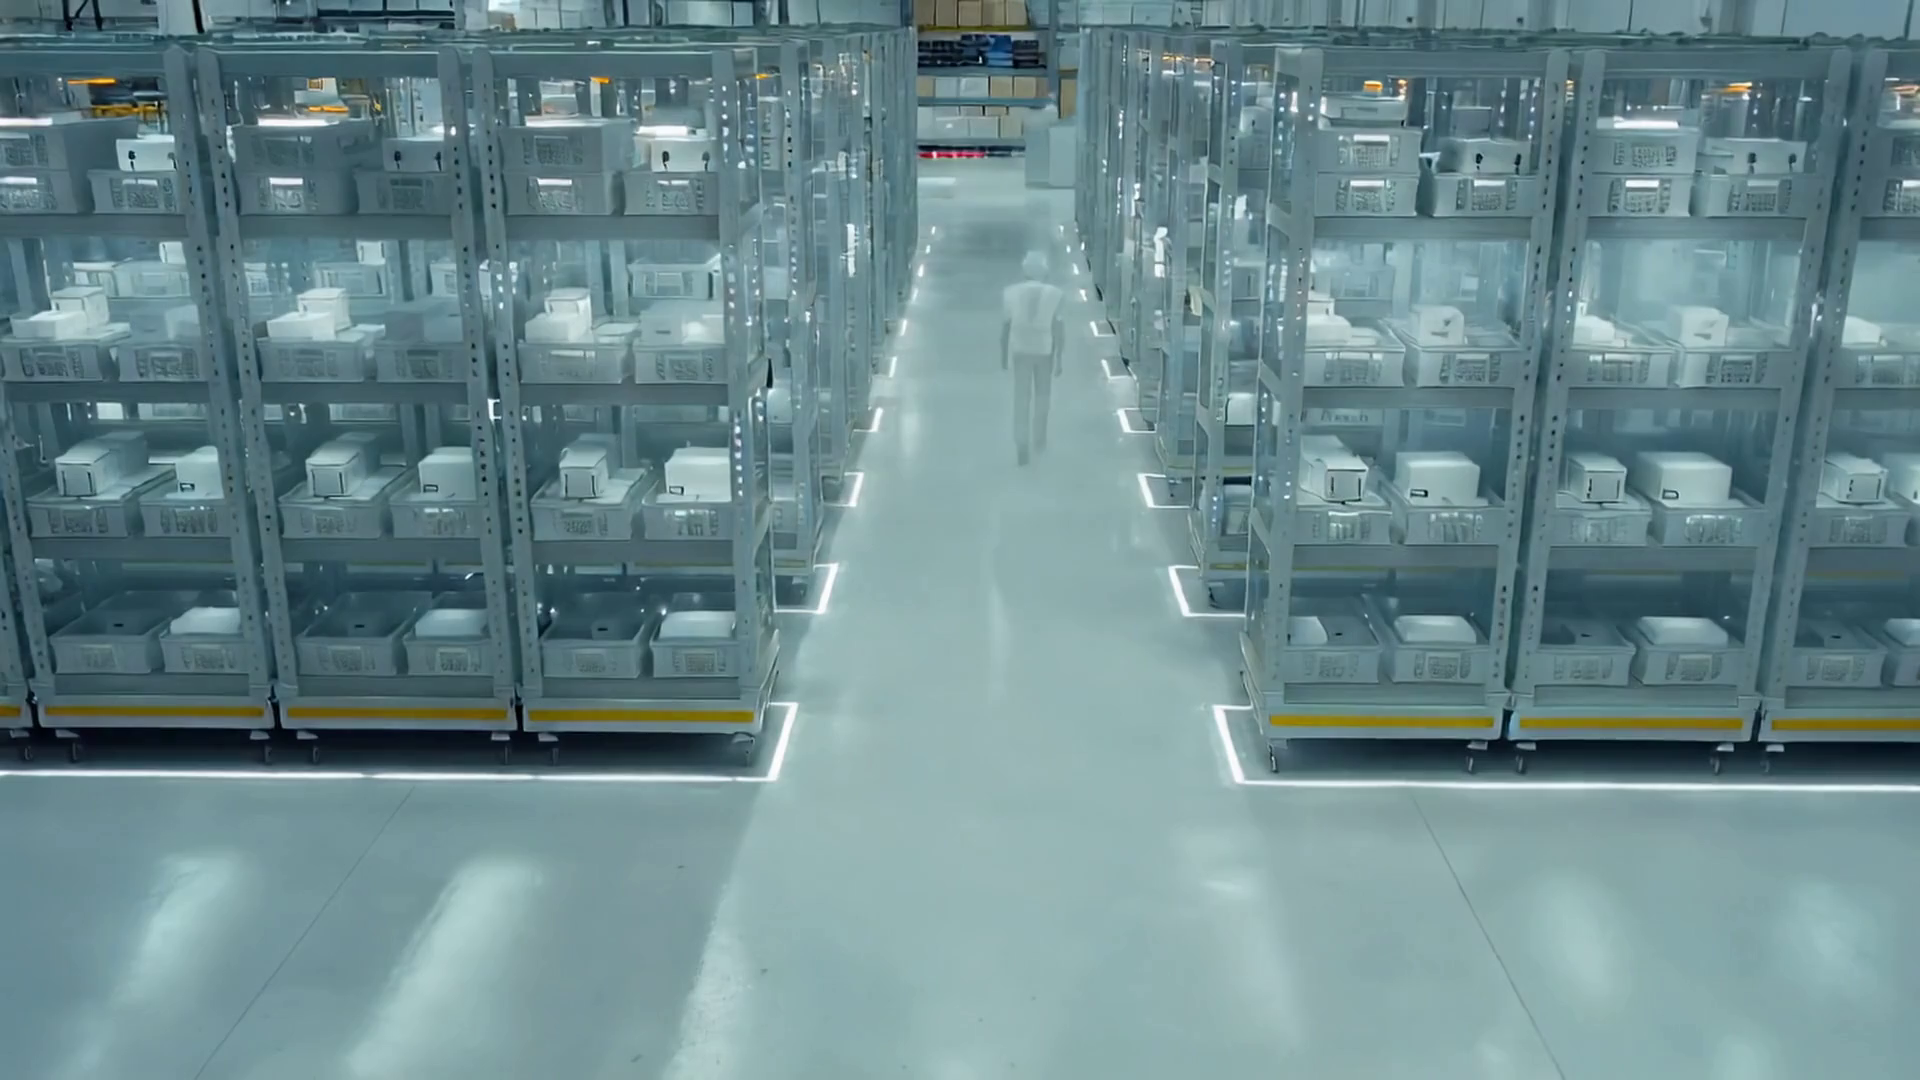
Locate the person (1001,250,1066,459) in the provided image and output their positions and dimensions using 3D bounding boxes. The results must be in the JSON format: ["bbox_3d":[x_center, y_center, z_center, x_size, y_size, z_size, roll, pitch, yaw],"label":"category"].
[{"bbox_3d":[0.632,-1.640,14.649,0.576,1.802,0.971,3,18,8],"label":"person"}]

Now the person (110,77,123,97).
[{"bbox_3d":[-29.054,-15.171,57.638,0.865,1.891,0.601,-7,19,-21],"label":"person"}]

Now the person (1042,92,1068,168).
[{"bbox_3d":[2.272,-10.298,41.994,1.003,1.954,0.628,-8,19,-25],"label":"person"}]

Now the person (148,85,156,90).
[{"bbox_3d":[-26.082,-13.887,53.903,0.545,1.644,0.869,9,20,27],"label":"person"}]
